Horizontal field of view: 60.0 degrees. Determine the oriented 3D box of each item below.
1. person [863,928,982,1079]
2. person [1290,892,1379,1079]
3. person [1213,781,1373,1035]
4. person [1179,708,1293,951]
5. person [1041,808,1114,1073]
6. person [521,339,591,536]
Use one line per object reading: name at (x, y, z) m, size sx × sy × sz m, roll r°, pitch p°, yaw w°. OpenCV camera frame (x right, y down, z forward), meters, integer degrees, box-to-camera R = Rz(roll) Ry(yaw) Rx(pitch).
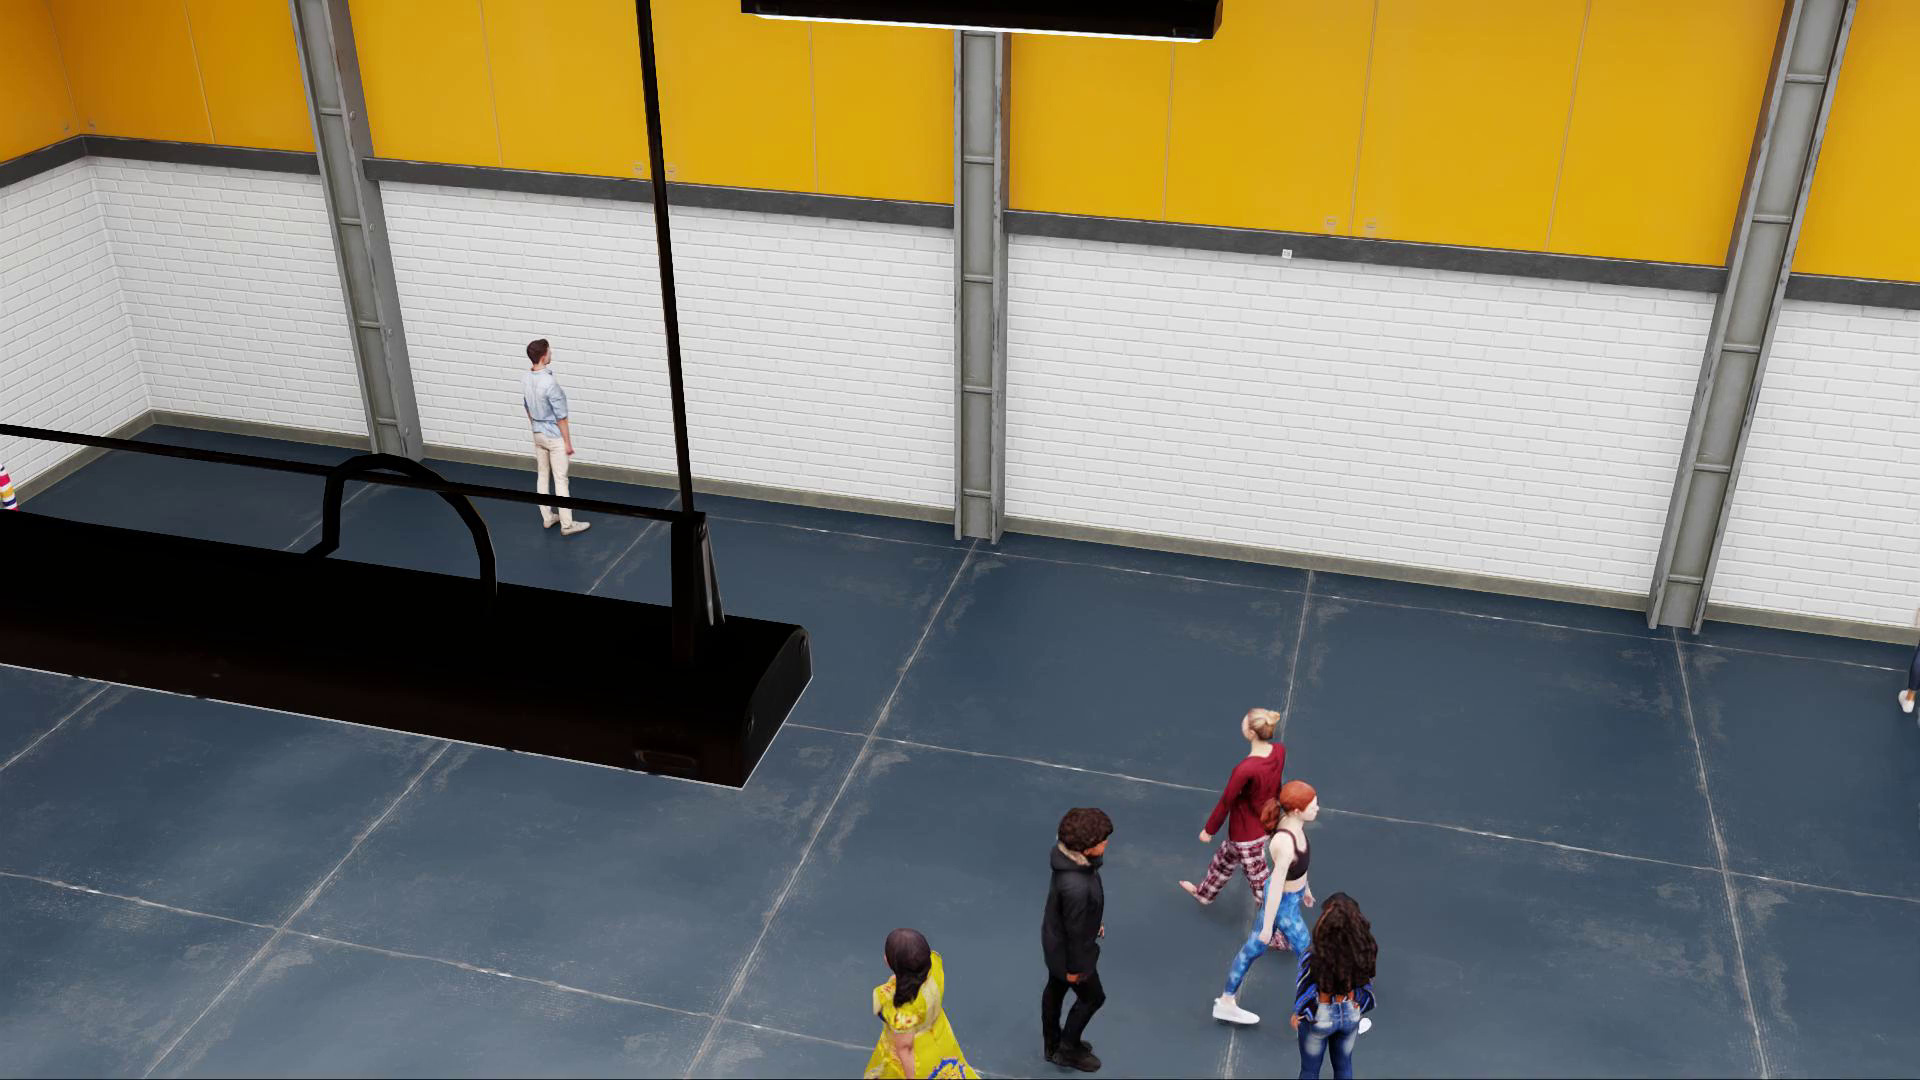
person at (-0.151, 2.686, 8.604) m, size 1.241 × 1.620 × 0.896 m, roll 14°, pitch 31°, yaw 24°
person at (1.975, 2.531, 8.869) m, size 0.625 × 1.628 × 0.744 m, roll -5°, pitch 29°, yaw -9°
person at (1.746, 2.119, 9.510) m, size 1.133 × 1.748 × 0.603 m, roll 6°, pitch 29°, yaw 11°
person at (1.843, 1.813, 10.169) m, size 1.169 × 1.643 × 0.900 m, roll 20°, pitch 35°, yaw 32°
person at (0.536, 2.241, 9.260) m, size 0.736 × 1.763 × 0.709 m, roll -4°, pitch 29°, yaw -7°
person at (-3.705, -0.936, 14.997) m, size 0.646 × 1.847 × 0.789 m, roll 22°, pitch 35°, yaw 34°
